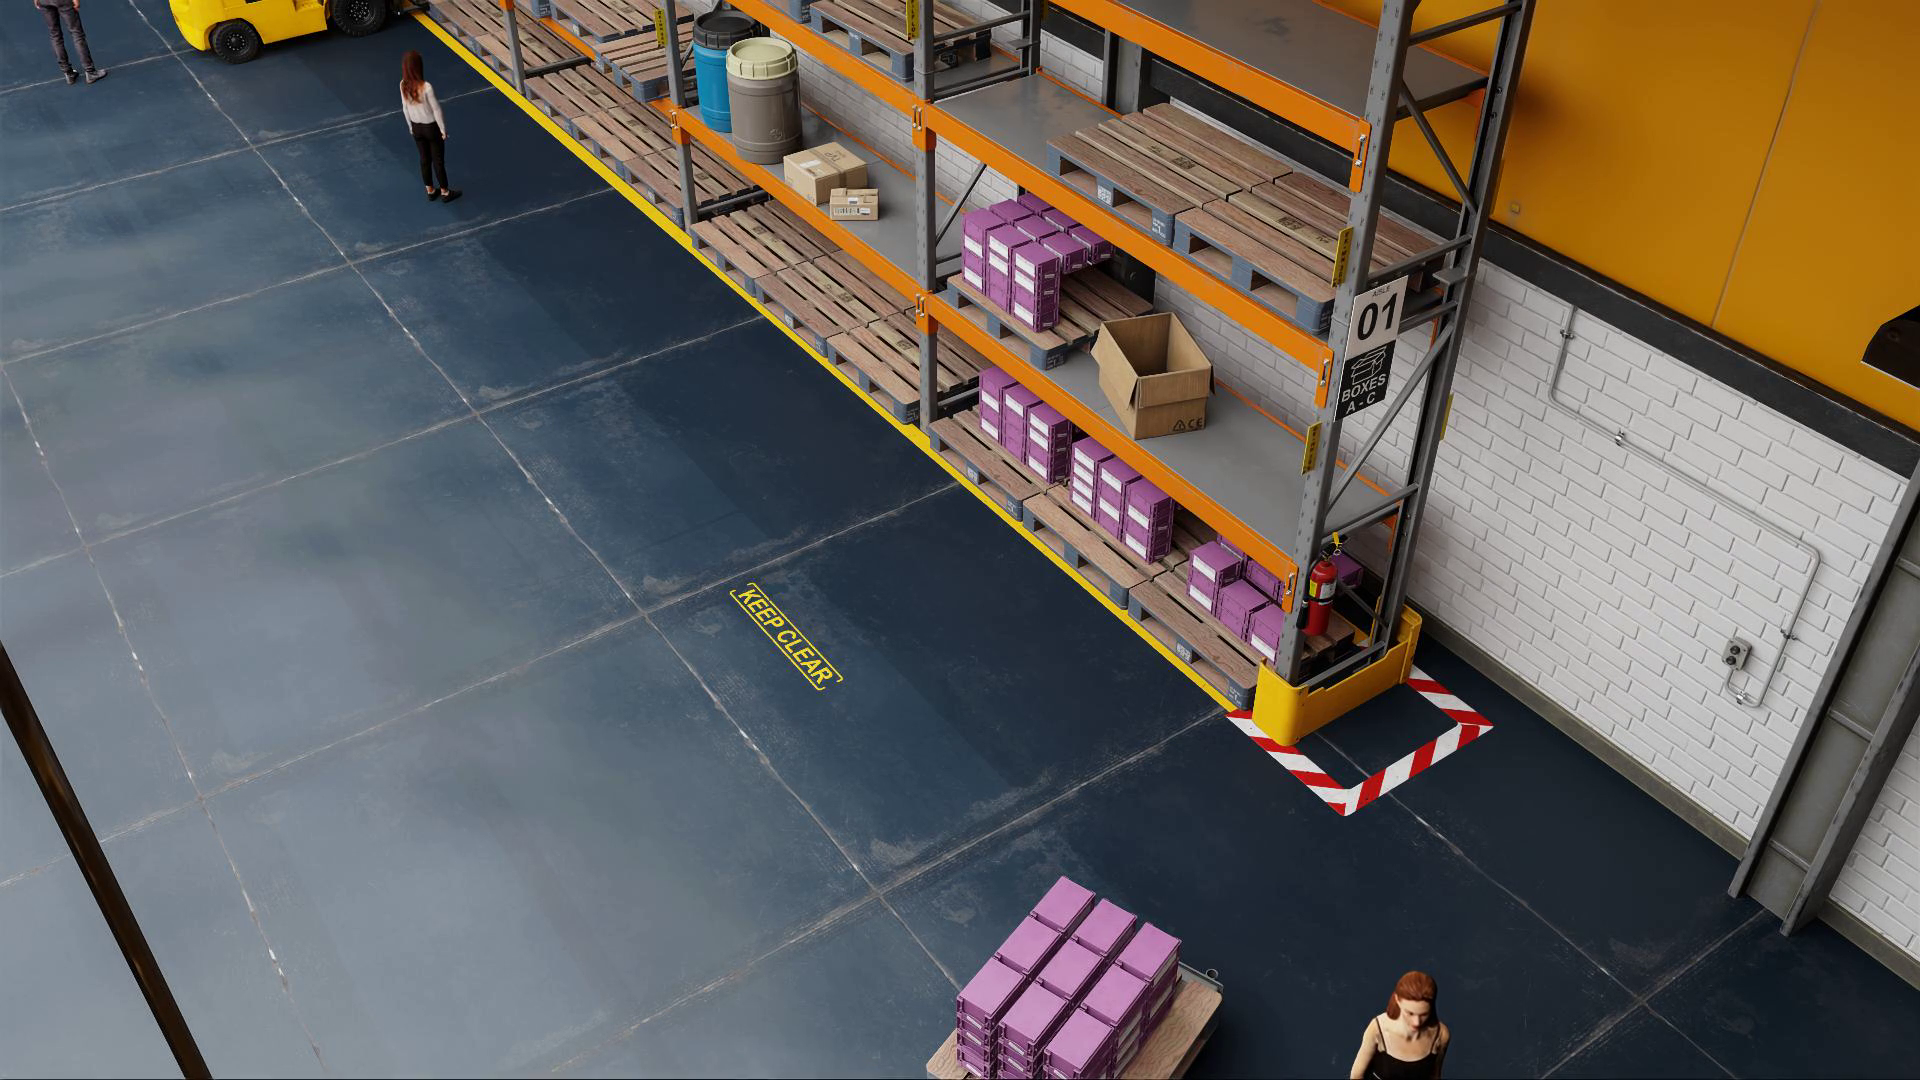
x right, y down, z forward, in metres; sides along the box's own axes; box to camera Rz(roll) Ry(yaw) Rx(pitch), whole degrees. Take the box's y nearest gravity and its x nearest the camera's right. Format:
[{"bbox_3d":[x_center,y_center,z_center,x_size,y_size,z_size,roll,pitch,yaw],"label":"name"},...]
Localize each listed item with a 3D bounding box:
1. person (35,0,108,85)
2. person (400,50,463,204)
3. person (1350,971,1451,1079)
[{"bbox_3d":[-9.831,-5.885,18.044,0.713,1.871,0.732,-1,39,-1],"label":"person"},{"bbox_3d":[-5.118,-3.952,15.934,0.587,1.483,0.676,11,40,14],"label":"person"},{"bbox_3d":[1.985,2.551,7.677,0.675,1.625,0.719,0,39,0],"label":"person"}]
